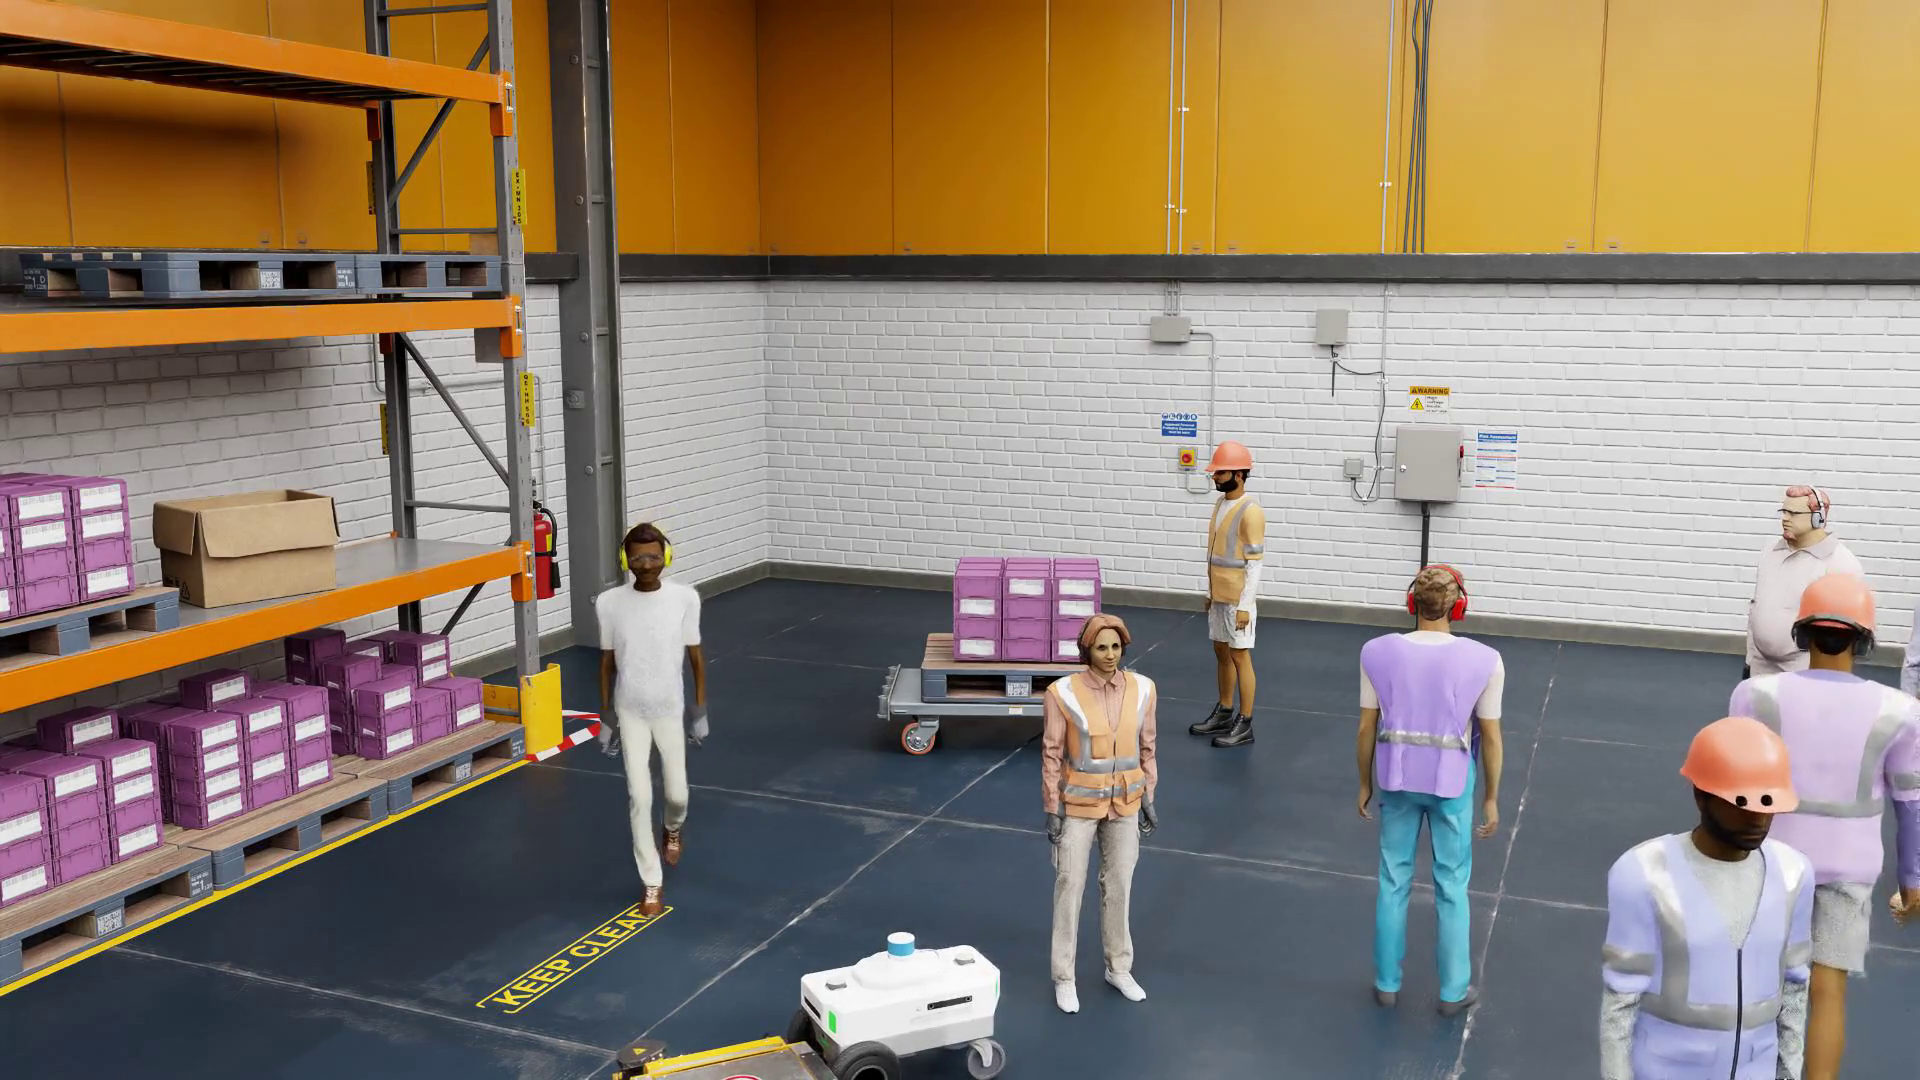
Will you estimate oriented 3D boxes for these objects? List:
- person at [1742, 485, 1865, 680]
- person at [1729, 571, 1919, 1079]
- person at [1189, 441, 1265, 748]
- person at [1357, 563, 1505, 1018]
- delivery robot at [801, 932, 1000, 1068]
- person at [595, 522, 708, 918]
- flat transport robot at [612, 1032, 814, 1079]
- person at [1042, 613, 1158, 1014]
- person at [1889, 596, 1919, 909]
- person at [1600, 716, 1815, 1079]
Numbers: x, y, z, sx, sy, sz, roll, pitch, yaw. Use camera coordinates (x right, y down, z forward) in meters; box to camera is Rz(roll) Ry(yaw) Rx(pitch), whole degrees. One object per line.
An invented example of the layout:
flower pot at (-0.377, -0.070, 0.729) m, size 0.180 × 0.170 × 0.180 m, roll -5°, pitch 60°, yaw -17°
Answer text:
person at (4.342, 0.659, 8.695) m, size 0.409 × 1.908 × 0.641 m, roll -3°, pitch 10°, yaw -19°
person at (2.996, 1.099, 5.802) m, size 0.637 × 1.987 × 1.077 m, roll 5°, pitch 11°, yaw 28°
person at (1.702, 0.340, 10.533) m, size 0.357 × 1.938 × 0.545 m, roll -3°, pitch 10°, yaw -18°
person at (1.887, 1.015, 6.725) m, size 0.570 × 1.843 × 0.372 m, roll 4°, pitch 10°, yaw 23°
delivery robot at (-0.216, 1.702, 6.175) m, size 0.707 × 0.478 × 0.477 m, roll -4°, pitch 10°, yaw -25°
person at (-1.473, 0.812, 7.937) m, size 0.523 × 1.853 × 0.638 m, roll -2°, pitch 9°, yaw -9°
flat transport robot at (-0.660, 1.999, 5.518) m, size 0.652 × 0.197 × 1.431 m, roll -4°, pitch 10°, yaw -25°
person at (0.571, 1.102, 6.816) m, size 0.514 × 1.641 × 0.309 m, roll -4°, pitch 10°, yaw -20°
person at (4.672, 0.857, 7.693) m, size 0.429 × 1.844 × 0.627 m, roll -9°, pitch 13°, yaw -44°
person at (1.913, 1.381, 4.252) m, size 0.554 × 1.931 × 0.396 m, roll -1°, pitch 9°, yaw -7°
